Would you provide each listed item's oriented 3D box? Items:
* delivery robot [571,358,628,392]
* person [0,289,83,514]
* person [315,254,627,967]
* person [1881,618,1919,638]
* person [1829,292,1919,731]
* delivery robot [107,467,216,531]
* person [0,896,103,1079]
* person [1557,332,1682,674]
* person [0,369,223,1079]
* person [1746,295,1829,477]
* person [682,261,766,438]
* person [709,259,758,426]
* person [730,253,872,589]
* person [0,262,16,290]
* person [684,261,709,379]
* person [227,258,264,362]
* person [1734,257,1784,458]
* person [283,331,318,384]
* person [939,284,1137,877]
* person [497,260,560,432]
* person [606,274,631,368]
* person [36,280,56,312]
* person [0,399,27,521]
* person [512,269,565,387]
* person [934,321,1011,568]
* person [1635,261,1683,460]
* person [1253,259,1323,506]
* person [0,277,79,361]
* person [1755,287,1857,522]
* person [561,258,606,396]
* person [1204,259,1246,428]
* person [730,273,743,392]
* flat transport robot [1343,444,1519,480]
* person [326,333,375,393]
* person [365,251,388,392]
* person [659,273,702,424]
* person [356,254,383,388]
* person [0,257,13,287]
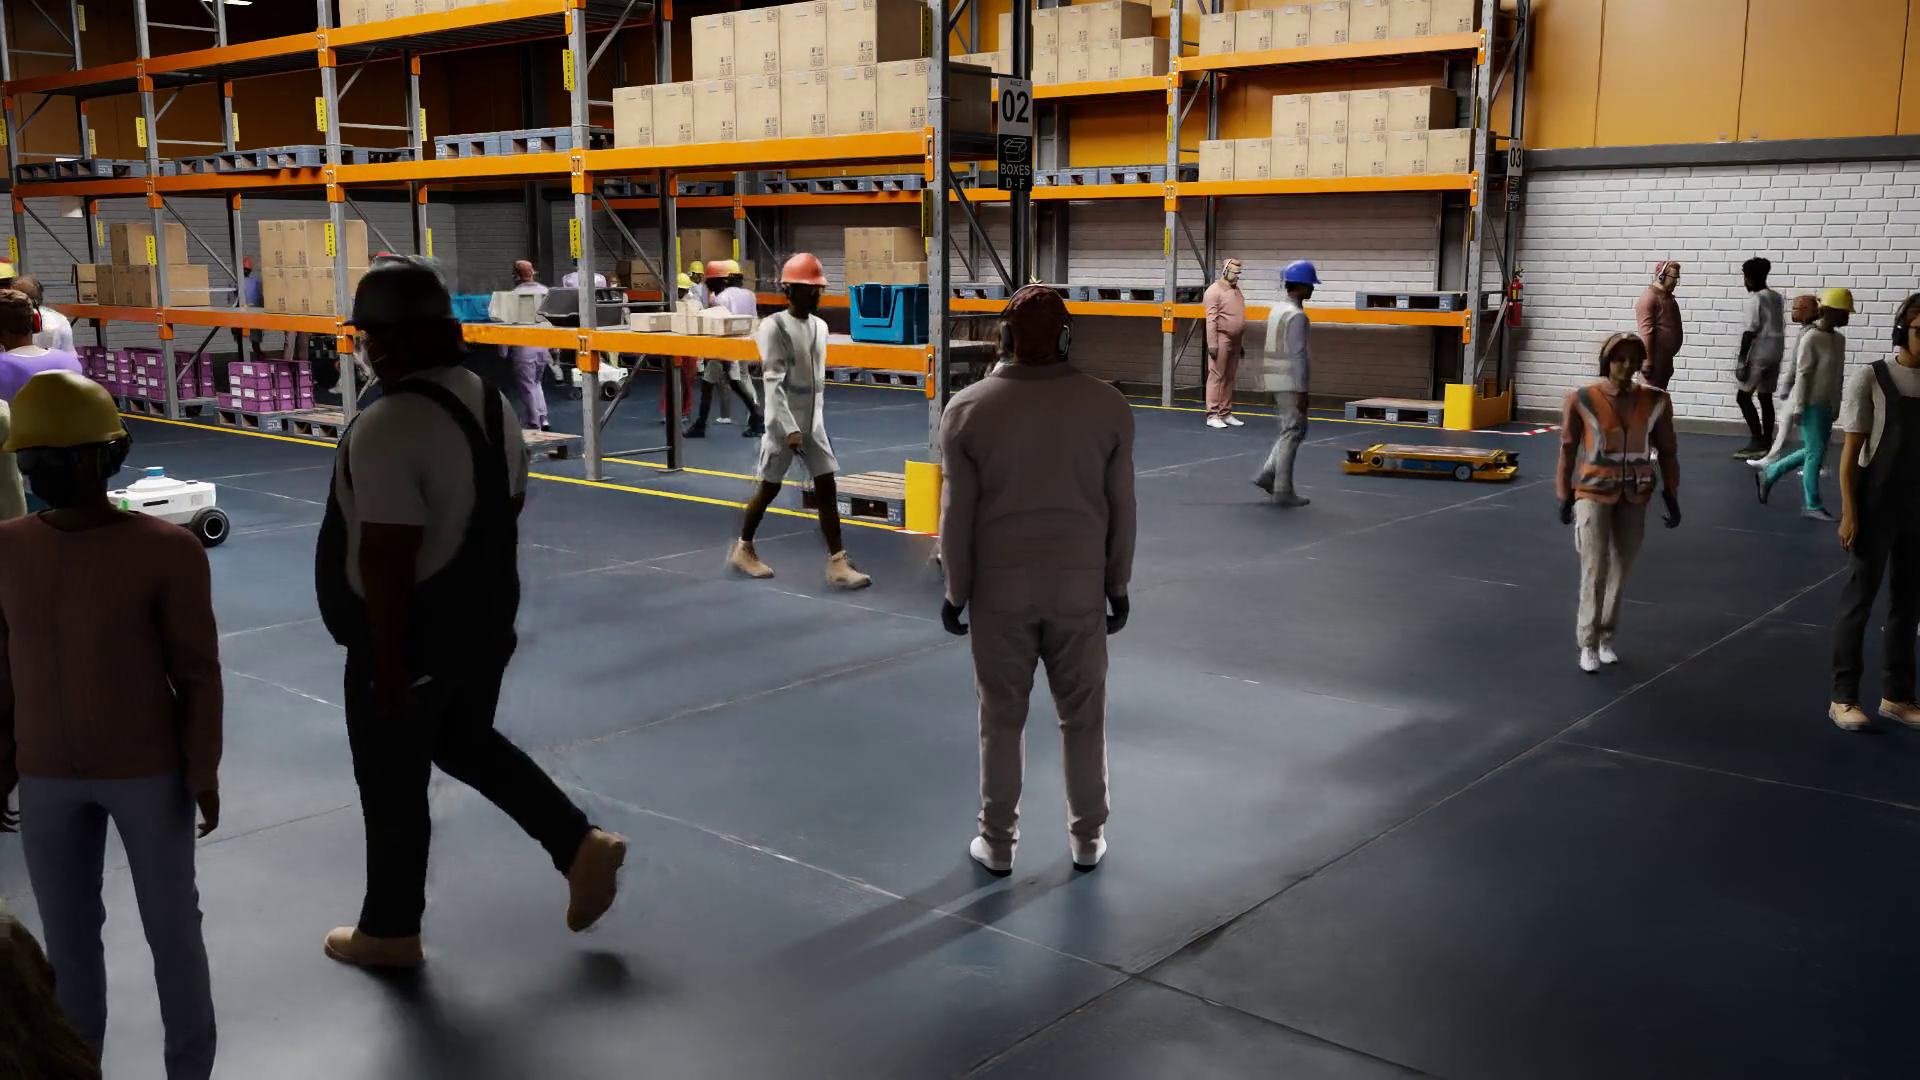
[{"bbox_3d":[-4.817,-2.188,22.200,0.707,0.478,0.477,1,10,7],"label":"delivery robot"},{"bbox_3d":[-4.189,-0.211,7.558,0.395,1.839,0.564,3,10,17],"label":"person"},{"bbox_3d":[-1.406,0.203,4.628,0.769,2.000,0.687,2,10,14],"label":"person"},{"bbox_3d":[5.177,-0.236,8.364,0.803,1.604,0.522,9,13,41],"label":"person"},{"bbox_3d":[3.941,-0.112,6.979,0.508,1.845,0.345,-1,10,-4],"label":"person"},{"bbox_3d":[-5.377,-0.246,11.143,0.477,0.478,0.707,6,11,30],"label":"delivery robot"},{"bbox_3d":[-0.697,0.965,1.133,0.487,1.744,0.312,-1,10,-3],"label":"person"},{"bbox_3d":[3.157,-0.171,7.944,0.529,1.616,0.623,0,10,2],"label":"person"},{"bbox_3d":[-1.890,0.510,3.659,0.524,1.769,0.325,0,10,-1],"label":"person"},{"bbox_3d":[7.430,-1.373,14.842,0.781,1.598,0.530,6,11,30],"label":"person"},{"bbox_3d":[-2.495,-2.016,17.695,0.976,1.896,0.559,0,10,3],"label":"person"},{"bbox_3d":[-2.558,-2.242,18.960,0.597,1.900,0.834,-6,11,-29],"label":"person"},{"bbox_3d":[-1.009,-0.709,9.976,1.034,2.001,0.616,8,13,38],"label":"person"},{"bbox_3d":[-9.535,-1.861,16.824,0.955,1.890,0.601,2,10,14],"label":"person"},{"bbox_3d":[-4.108,-3.418,25.862,0.403,1.823,0.588,9,13,40],"label":"person"},{"bbox_3d":[-10.722,-3.300,25.048,0.554,1.872,1.013,-7,12,-36],"label":"person"},{"bbox_3d":[7.755,-1.752,16.067,0.778,1.945,0.414,-7,12,-36],"label":"person"},{"bbox_3d":[-9.807,-3.281,24.622,0.393,1.985,0.611,6,12,31],"label":"person"},{"bbox_3d":[0.246,0.138,5.375,0.636,1.911,0.405,-1,10,-5],"label":"person"},{"bbox_3d":[-4.595,-2.003,17.601,0.498,1.887,0.686,8,13,37],"label":"person"},{"bbox_3d":[-5.372,-3.332,25.980,0.523,1.601,0.768,-6,12,-31],"label":"person"},{"bbox_3d":[-10.483,-2.118,18.901,0.526,1.666,0.736,-9,13,-42],"label":"person"},{"bbox_3d":[-3.928,0.014,6.417,0.605,1.797,0.803,-7,12,-33],"label":"person"},{"bbox_3d":[-6.116,-3.087,24.155,0.786,1.767,0.622,-7,12,-33],"label":"person"},{"bbox_3d":[0.243,-0.522,9.993,0.805,1.609,0.520,-2,10,-9],"label":"person"},{"bbox_3d":[6.737,-1.730,16.032,0.407,1.903,0.639,9,13,40],"label":"person"},{"bbox_3d":[2.601,-1.220,13.032,0.441,1.930,0.645,-1,10,-6],"label":"person"},{"bbox_3d":[-7.165,-1.127,12.864,0.612,1.811,0.920,-1,10,-3],"label":"person"},{"bbox_3d":[6.375,-1.029,12.524,0.544,1.740,0.704,-7,12,-33],"label":"person"},{"bbox_3d":[-5.136,-2.988,22.786,0.614,2.041,0.393,-3,10,-15],"label":"person"},{"bbox_3d":[3.028,-2.223,18.837,0.407,1.903,0.639,9,13,40],"label":"person"},{"bbox_3d":[-3.190,-2.953,23.583,0.320,1.693,0.531,9,13,40],"label":"person"},{"bbox_3d":[4.211,-0.708,14.850,1.431,0.197,0.652,5,11,25],"label":"flat transport robot"},{"bbox_3d":[-8.589,-3.059,23.435,0.636,1.961,0.870,5,11,26],"label":"person"},{"bbox_3d":[-6.753,-2.414,19.684,0.469,1.980,0.641,7,12,35],"label":"person"},{"bbox_3d":[-3.206,-2.173,19.039,0.525,1.729,0.785,0,10,-2],"label":"person"},{"bbox_3d":[-8.584,-3.182,24.189,0.370,1.940,0.627,7,12,35],"label":"person"},{"bbox_3d":[-11.655,-2.506,20.405,0.696,1.916,0.554,8,13,38],"label":"person"}]
